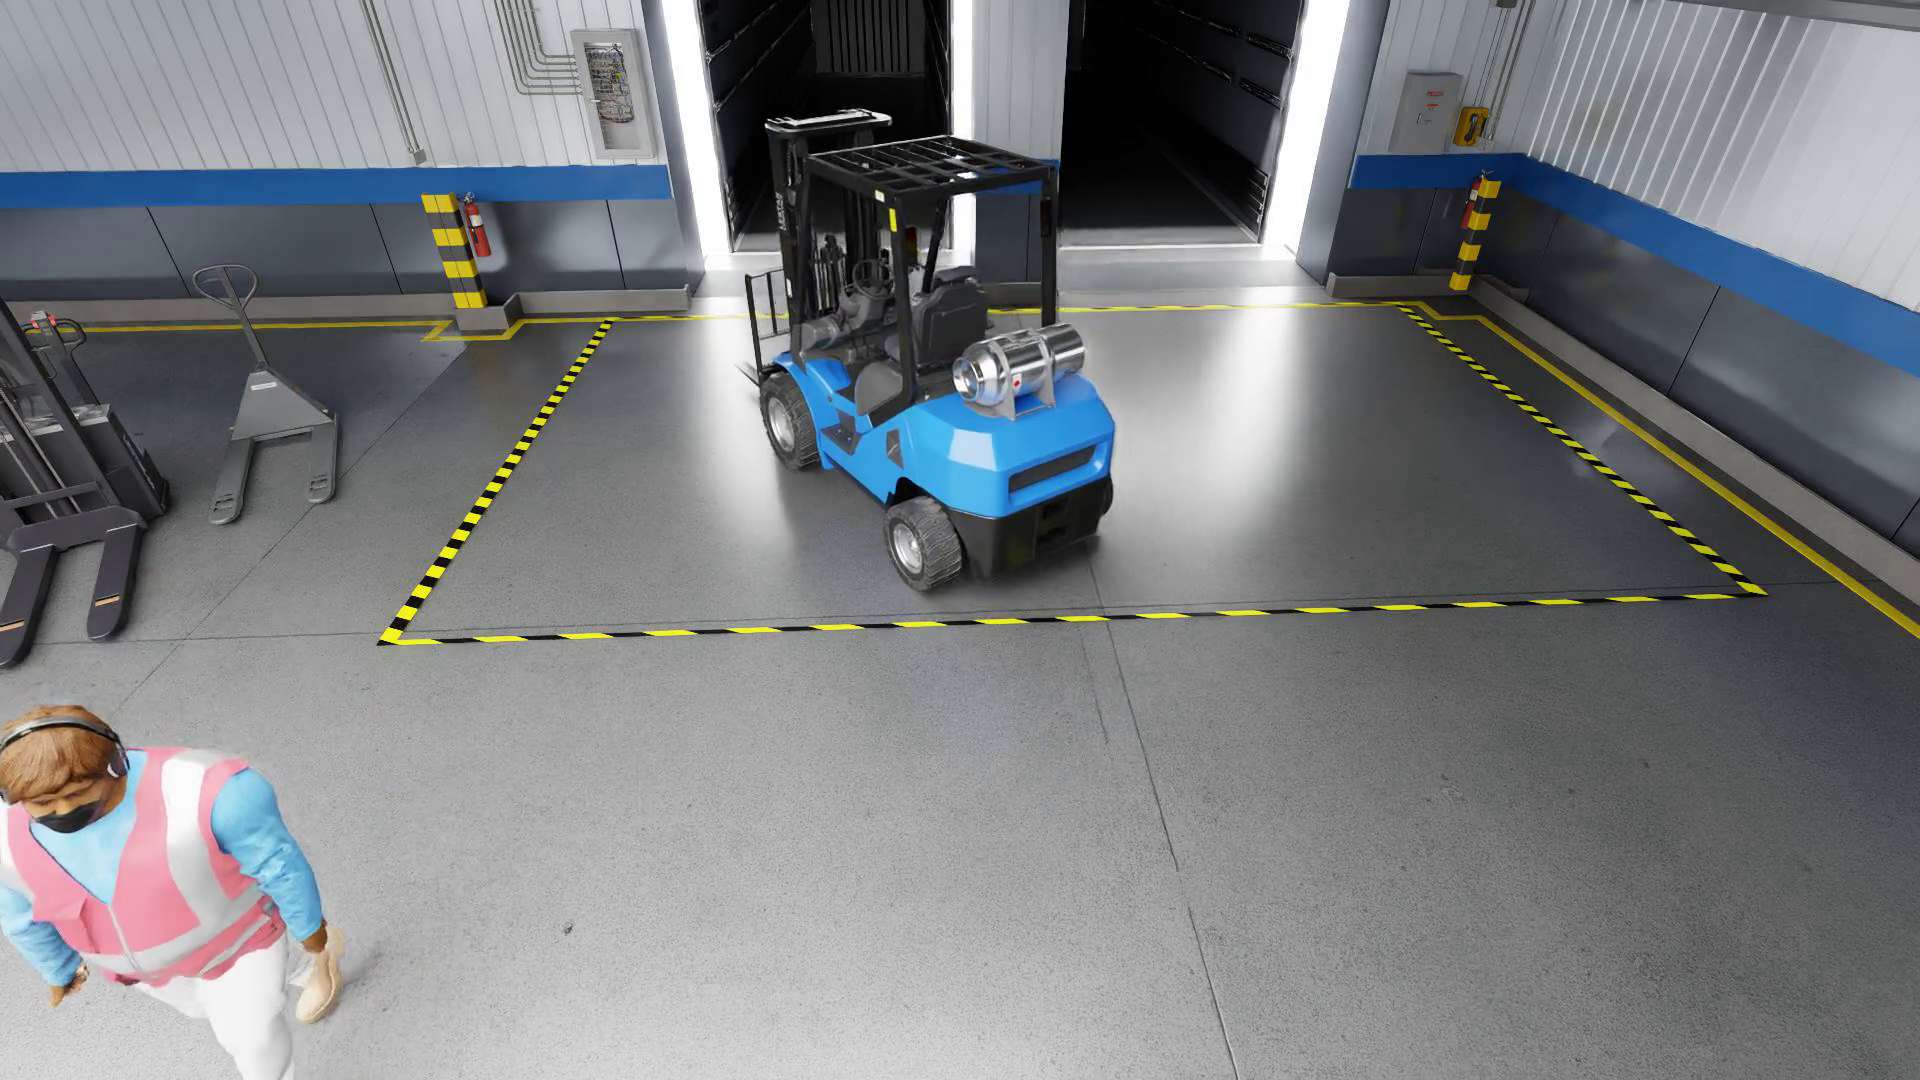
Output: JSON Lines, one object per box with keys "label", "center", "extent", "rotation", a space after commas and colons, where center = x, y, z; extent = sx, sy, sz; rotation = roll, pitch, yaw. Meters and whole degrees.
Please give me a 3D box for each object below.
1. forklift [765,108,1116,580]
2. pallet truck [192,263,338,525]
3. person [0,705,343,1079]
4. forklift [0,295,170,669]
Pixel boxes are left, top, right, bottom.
{"label": "forklift", "center": [-0.242, -1.305, 5.554], "extent": [1.157, 2.036, 2.680], "rotation": [-22, 40, -28]}
{"label": "pallet truck", "center": [-4.778, -1.027, 6.128], "extent": [0.680, 1.201, 1.601], "rotation": [-17, 38, -23]}
{"label": "person", "center": [-2.189, 1.060, 2.651], "extent": [0.734, 1.791, 0.766], "rotation": [-9, 36, -12]}
{"label": "forklift", "center": [-5.212, -0.618, 4.878], "extent": [0.823, 1.965, 1.885], "rotation": [-20, 39, -26]}
